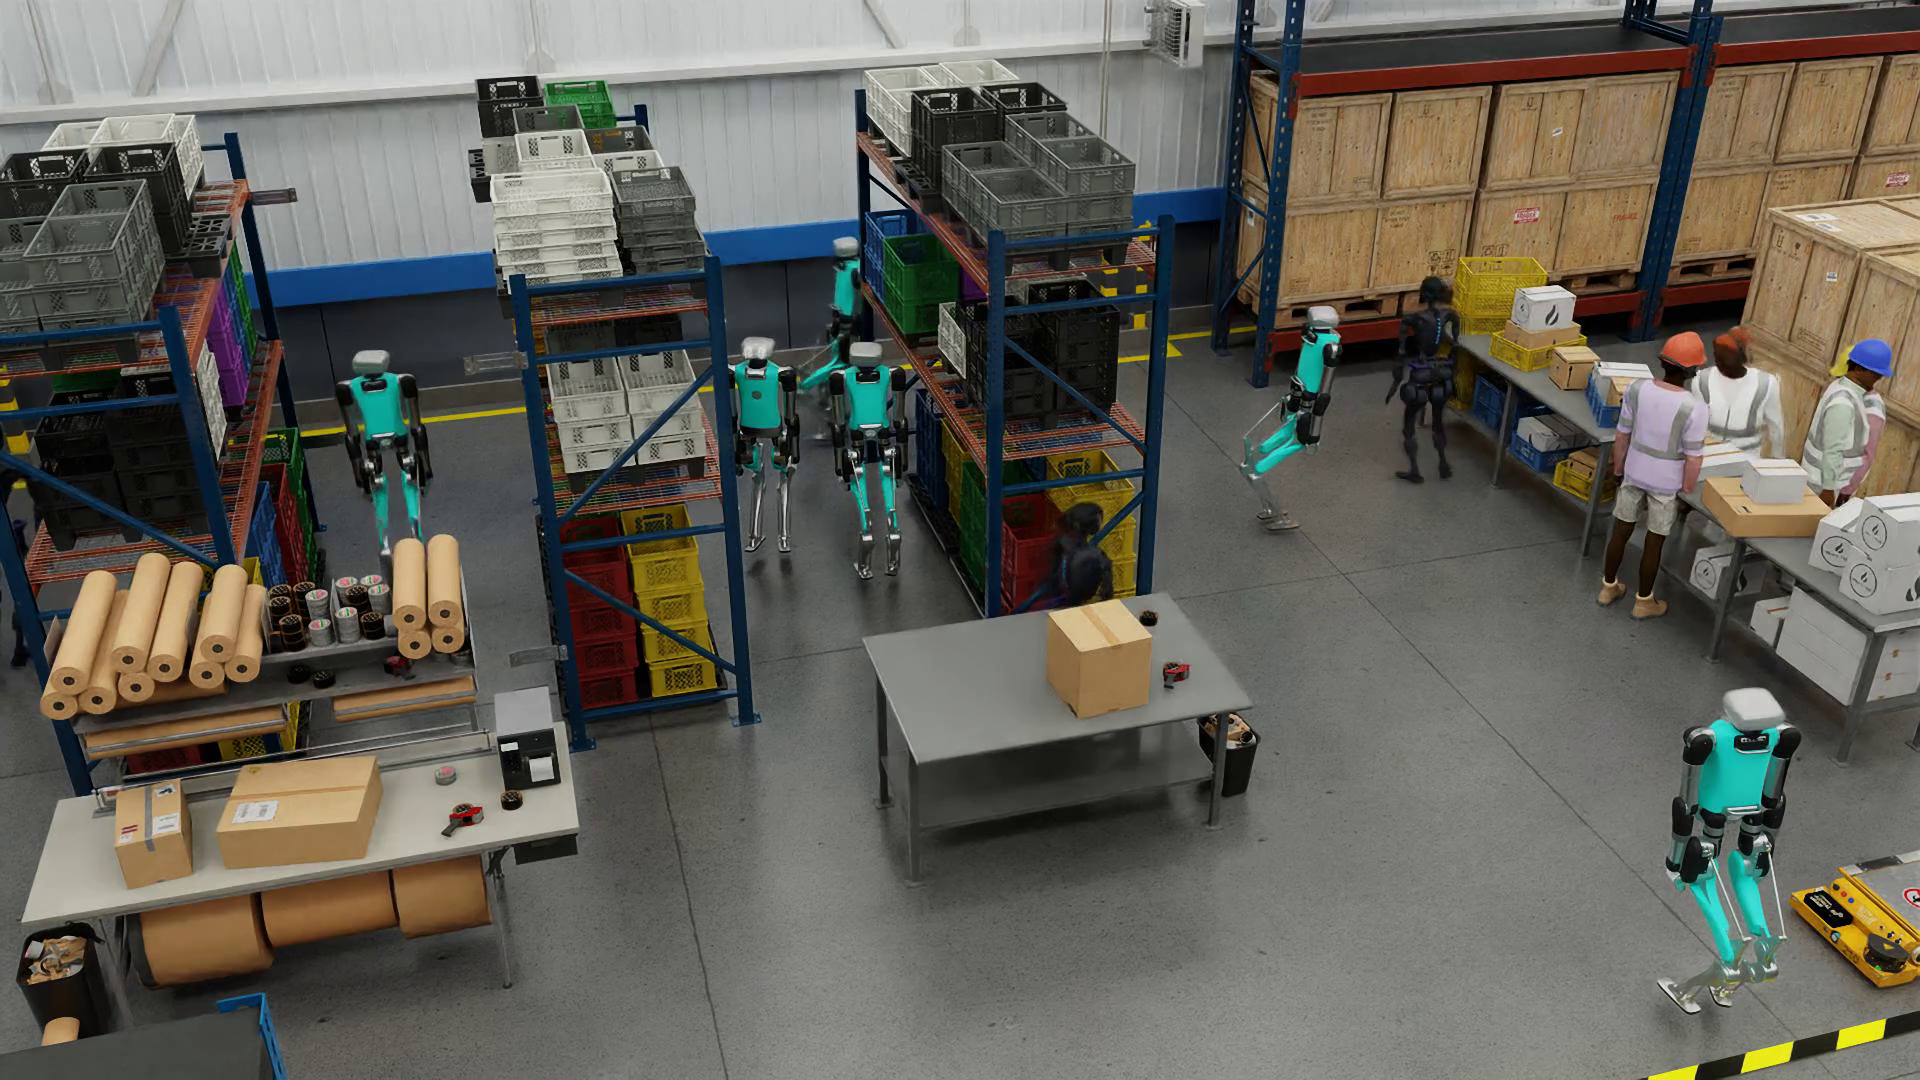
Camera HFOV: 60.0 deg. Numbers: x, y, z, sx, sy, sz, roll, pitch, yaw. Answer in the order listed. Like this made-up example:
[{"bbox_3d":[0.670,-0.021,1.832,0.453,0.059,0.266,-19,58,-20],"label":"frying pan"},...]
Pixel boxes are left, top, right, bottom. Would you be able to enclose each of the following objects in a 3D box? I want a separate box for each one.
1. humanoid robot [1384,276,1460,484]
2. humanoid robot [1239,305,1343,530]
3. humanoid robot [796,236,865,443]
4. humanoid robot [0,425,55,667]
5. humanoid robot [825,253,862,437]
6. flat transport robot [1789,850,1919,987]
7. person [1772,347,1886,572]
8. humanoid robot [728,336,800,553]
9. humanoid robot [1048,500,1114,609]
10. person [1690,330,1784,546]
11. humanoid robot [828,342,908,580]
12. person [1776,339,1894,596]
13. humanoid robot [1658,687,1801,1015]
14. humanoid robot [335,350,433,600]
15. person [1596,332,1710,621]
[{"bbox_3d":[3.634,-1.241,12.972,0.609,1.638,0.416,-9,30,-16],"label":"humanoid robot"},{"bbox_3d":[2.338,-0.871,12.120,0.734,1.690,0.531,-5,29,-10],"label":"humanoid robot"},{"bbox_3d":[-1.099,-1.534,13.446,0.781,1.791,0.570,-11,31,-19],"label":"humanoid robot"},{"bbox_3d":[-6.144,0.048,10.623,0.632,1.625,0.482,-6,29,-11],"label":"humanoid robot"},{"bbox_3d":[-0.911,-1.629,13.661,0.375,1.653,0.586,-10,30,-18],"label":"humanoid robot"},{"bbox_3d":[5.163,1.916,8.676,1.431,0.231,0.659,-8,30,-14],"label":"flat transport robot"},{"bbox_3d":[6.003,-0.471,11.408,0.405,1.819,0.589,4,29,8],"label":"person"},{"bbox_3d":[-1.364,-0.727,11.824,0.533,1.674,0.735,2,29,3],"label":"humanoid robot"},{"bbox_3d":[0.641,0.543,9.720,0.619,1.632,0.599,-20,35,-32],"label":"humanoid robot"},{"bbox_3d":[5.327,-0.580,11.593,0.637,1.831,0.834,25,38,38],"label":"person"},{"bbox_3d":[-0.592,-0.466,11.346,0.533,1.677,0.735,-4,29,-7],"label":"humanoid robot"},{"bbox_3d":[5.894,-0.454,11.257,0.399,1.937,0.603,15,32,25],"label":"person"},{"bbox_3d":[3.610,1.544,7.683,0.533,1.681,0.735,-3,29,-5],"label":"humanoid robot"},{"bbox_3d":[-3.855,-0.304,11.311,0.541,1.898,0.719,-7,30,-12],"label":"humanoid robot"},{"bbox_3d":[4.636,-0.423,11.092,0.372,2.043,0.604,-20,35,-32],"label":"person"}]
